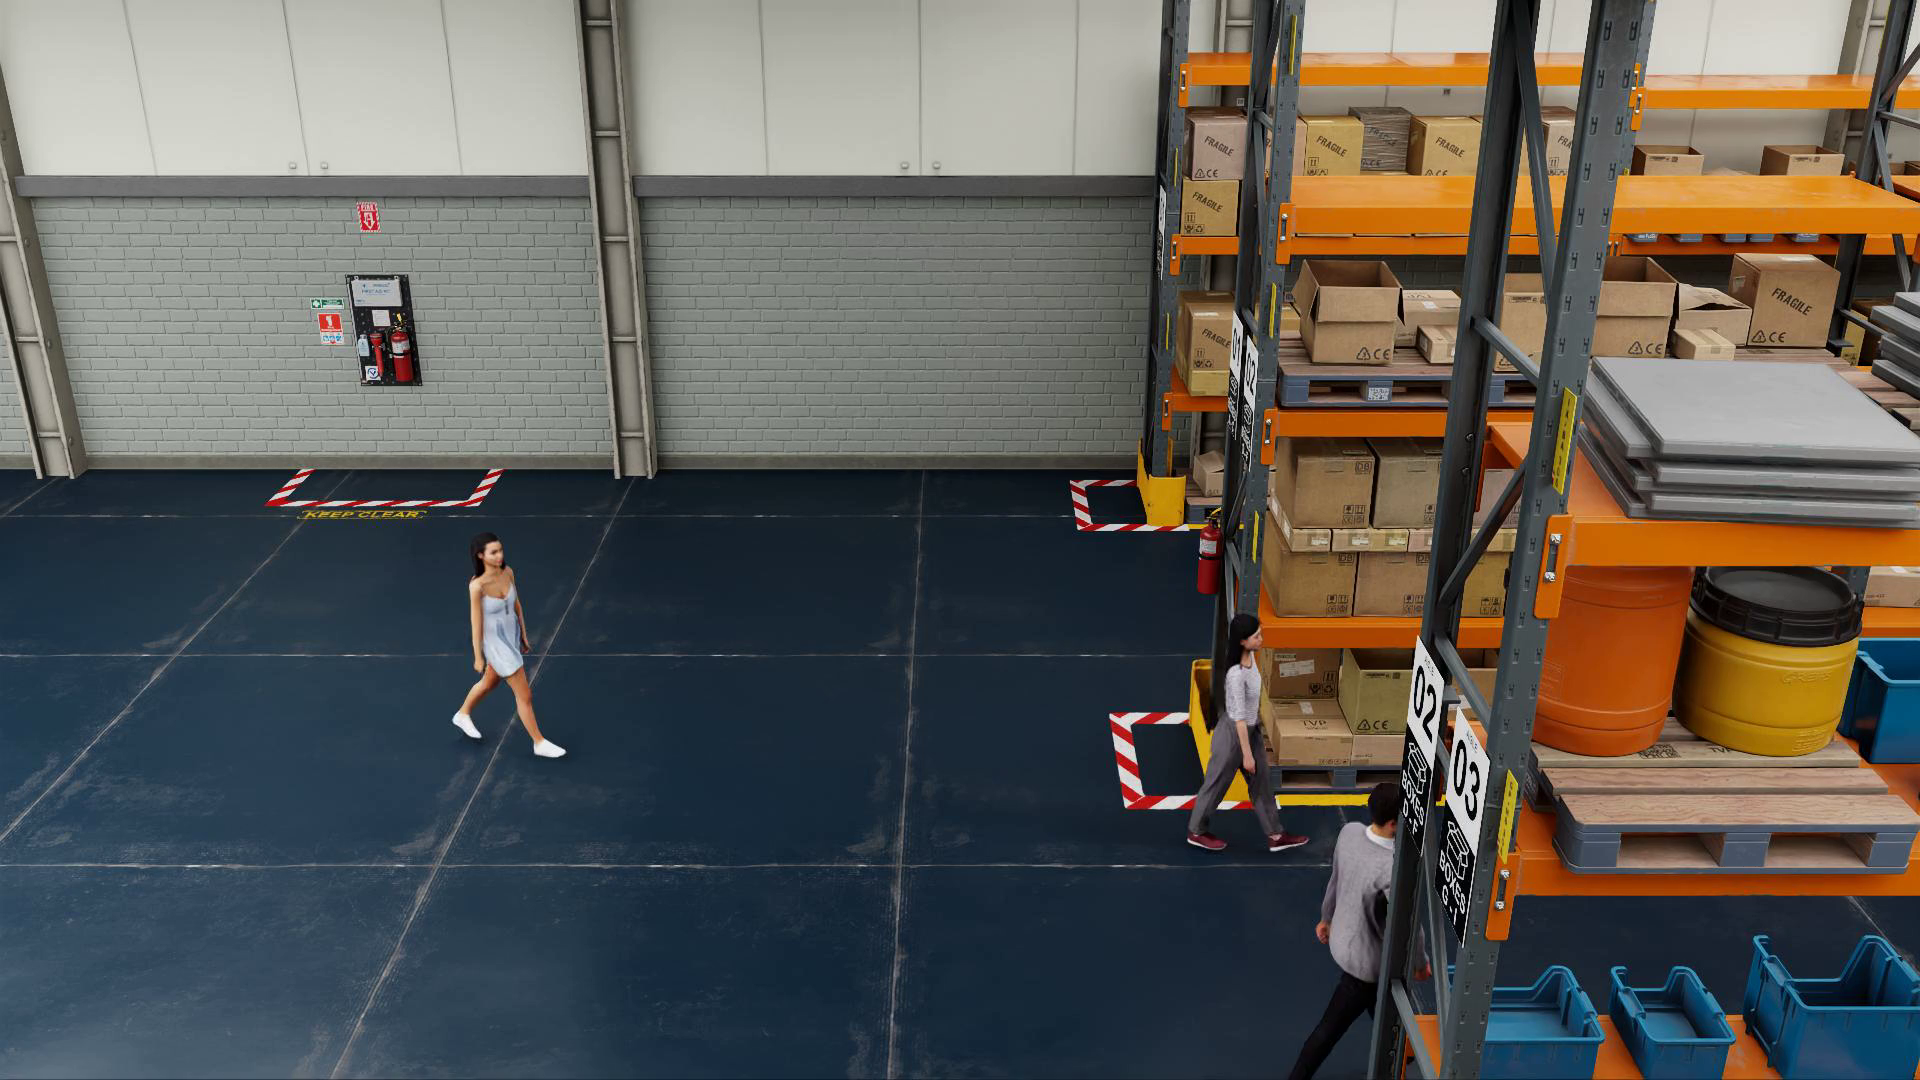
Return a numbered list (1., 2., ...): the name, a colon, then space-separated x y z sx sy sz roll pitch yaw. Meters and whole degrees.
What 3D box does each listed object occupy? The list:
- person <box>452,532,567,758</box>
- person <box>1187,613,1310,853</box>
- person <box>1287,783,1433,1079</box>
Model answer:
1. person: -3.346 0.744 11.838 1.252 1.688 0.873 9 24 19
2. person: 1.666 1.251 10.626 1.092 1.704 0.862 9 25 20
3. person: 1.945 2.105 8.407 1.311 1.869 0.925 -6 24 -14
